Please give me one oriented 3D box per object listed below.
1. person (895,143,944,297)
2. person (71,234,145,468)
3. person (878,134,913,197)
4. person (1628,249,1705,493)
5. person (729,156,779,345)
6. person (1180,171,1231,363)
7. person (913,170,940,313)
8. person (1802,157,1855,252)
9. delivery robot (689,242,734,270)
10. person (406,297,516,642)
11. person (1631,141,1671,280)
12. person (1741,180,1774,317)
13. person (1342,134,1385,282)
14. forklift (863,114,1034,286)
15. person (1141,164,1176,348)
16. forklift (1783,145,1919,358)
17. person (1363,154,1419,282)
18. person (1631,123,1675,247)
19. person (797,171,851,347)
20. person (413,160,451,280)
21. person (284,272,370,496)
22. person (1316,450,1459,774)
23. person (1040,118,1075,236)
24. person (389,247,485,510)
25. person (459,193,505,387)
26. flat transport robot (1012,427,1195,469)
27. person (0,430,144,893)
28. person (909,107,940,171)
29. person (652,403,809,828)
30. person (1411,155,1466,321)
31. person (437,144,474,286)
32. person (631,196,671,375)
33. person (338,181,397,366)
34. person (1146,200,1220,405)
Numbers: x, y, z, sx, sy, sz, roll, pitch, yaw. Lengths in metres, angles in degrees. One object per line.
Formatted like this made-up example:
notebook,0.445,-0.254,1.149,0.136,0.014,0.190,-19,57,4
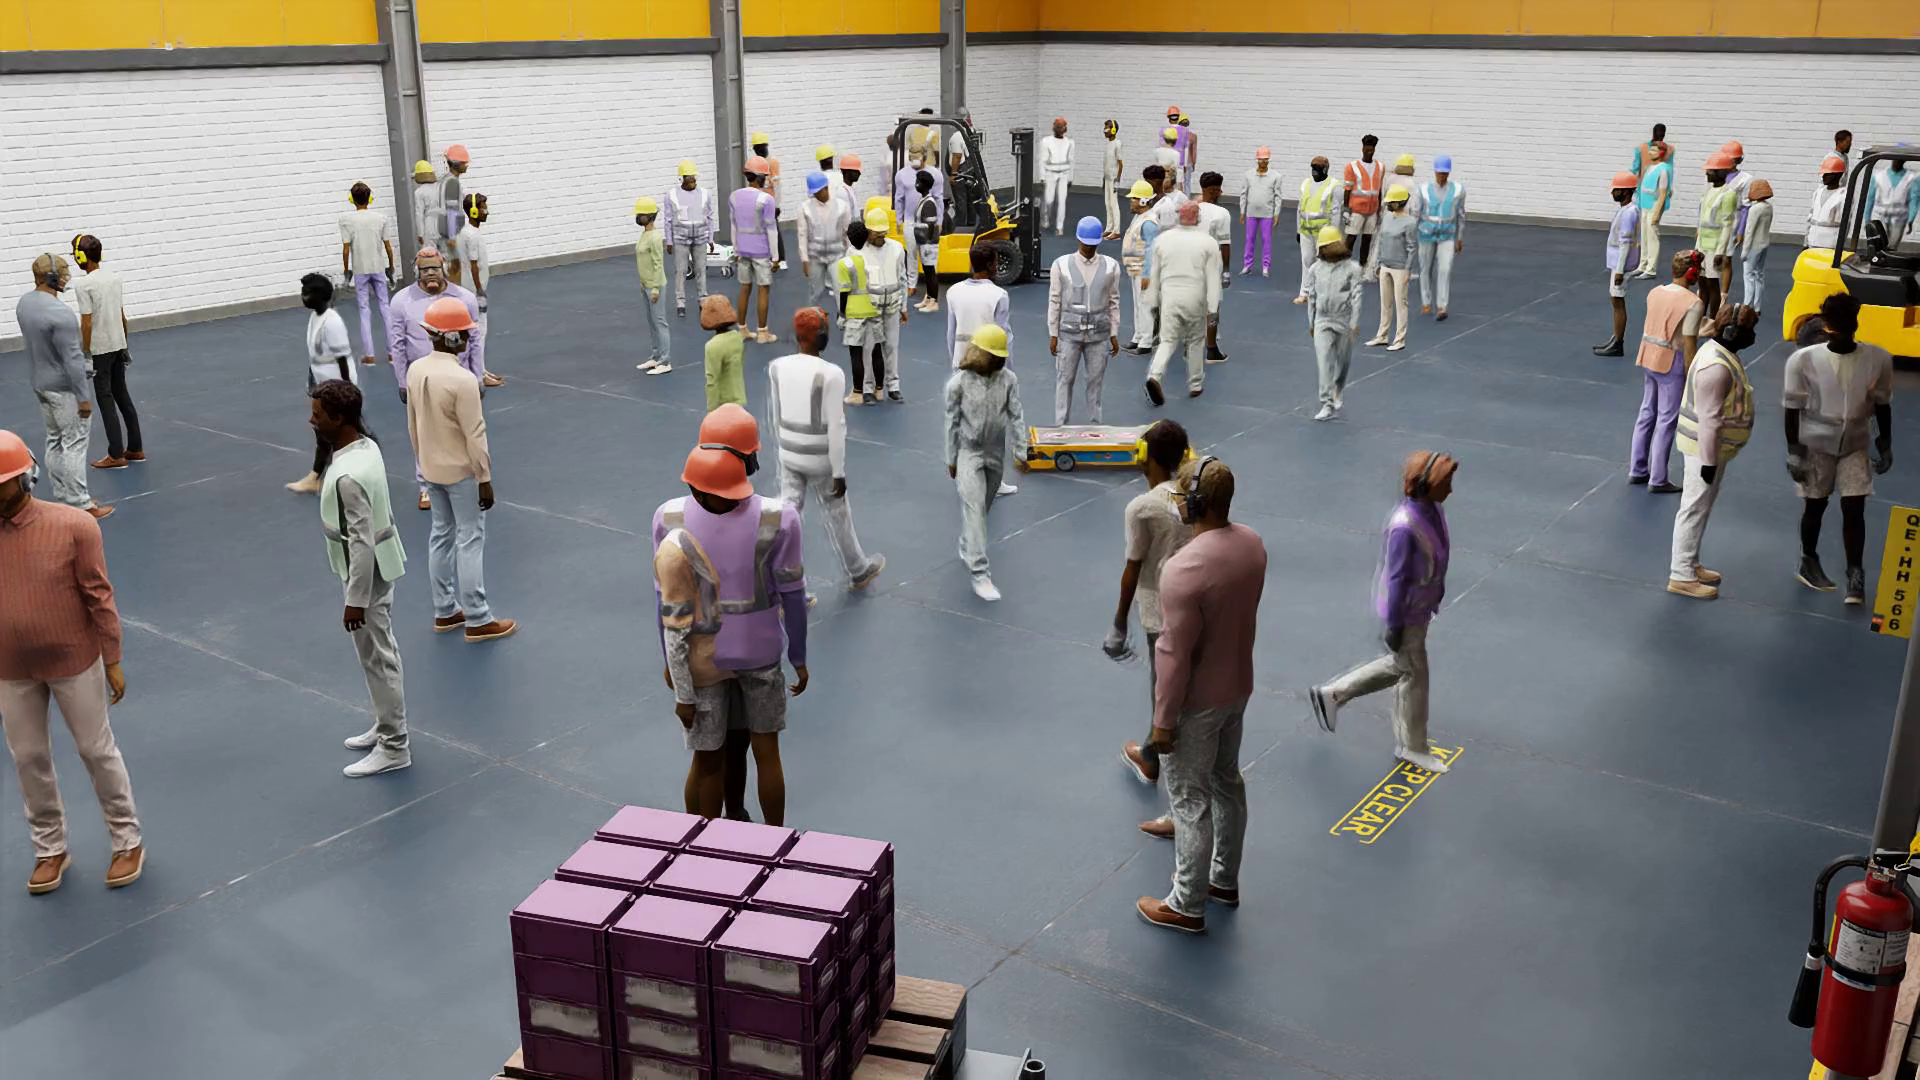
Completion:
person,-0.514,-4.041,21.082,0.635,1.931,0.379,4,18,11
person,-6.816,-1.494,13.238,0.341,1.857,0.524,3,18,8
person,-0.856,-5.014,24.323,0.704,1.822,0.483,-4,18,-13
person,5.324,-1.266,12.548,0.388,1.837,0.561,-4,18,-12
person,-2.211,-3.141,18.110,0.614,2.029,0.409,11,21,31
person,2.537,-2.812,17.182,0.600,1.960,0.374,15,23,38
person,-0.409,-3.593,20.052,0.317,1.695,0.540,-3,18,-10
person,9.903,-3.413,19.098,0.358,1.936,0.552,-6,19,-18
delivery robot,-3.454,-3.899,22.701,0.707,0.478,0.477,1,18,3
person,-2.896,-0.403,9.591,0.623,1.992,0.396,14,22,36
person,9.375,-4.458,22.508,0.384,1.849,0.569,1,18,2
person,9.392,-3.429,19.659,0.504,1.628,0.280,-15,23,-39
person,5.380,-4.413,22.182,0.614,1.962,0.362,-6,19,-19
forklift,-0.171,-4.594,22.377,2.313,2.155,1.214,1,18,3
person,2.123,-3.077,18.032,0.389,1.952,0.609,-4,18,-12
forklift,9.803,-2.879,17.013,2.313,2.155,1.214,12,21,33
person,5.824,-4.303,22.269,0.900,1.700,0.489,-13,22,-36
person,10.565,-5.409,25.432,0.597,1.889,0.515,-1,18,-3
person,-1.466,-3.095,18.218,0.626,1.893,0.779,-2,18,-6
person,-6.655,-3.887,20.918,0.321,1.737,0.488,10,20,28
person,-4.818,-1.174,12.538,0.820,1.655,0.553,-11,21,-31
person,2.062,0.319,7.957,0.641,1.612,0.535,11,21,31
person,1.564,-5.898,26.982,0.598,1.869,0.544,-3,18,-9
person,-3.796,-1.178,12.159,0.638,1.909,0.408,-7,19,-22
person,-4.658,-2.416,16.111,0.324,1.862,0.511,-5,19,-16
flat transport robot,1.150,-0.761,13.497,1.431,0.197,0.652,0,18,-1
person,-3.752,0.503,6.789,0.625,1.980,0.411,-3,18,-9
person,-0.662,-6.455,28.626,0.612,1.940,0.840,12,21,32
person,-0.929,0.442,6.871,0.614,2.041,0.389,0,18,1
person,5.593,-3.535,19.529,0.652,1.897,0.969,4,18,11
person,-5.974,-3.665,19.764,0.521,2.014,0.687,-6,19,-17
person,-3.100,-2.548,16.669,0.307,1.771,0.522,-8,20,-24
person,-6.067,-2.729,17.071,0.533,1.868,0.310,-9,20,-27
person,2.057,-2.196,15.425,0.685,1.868,0.861,8,19,22
